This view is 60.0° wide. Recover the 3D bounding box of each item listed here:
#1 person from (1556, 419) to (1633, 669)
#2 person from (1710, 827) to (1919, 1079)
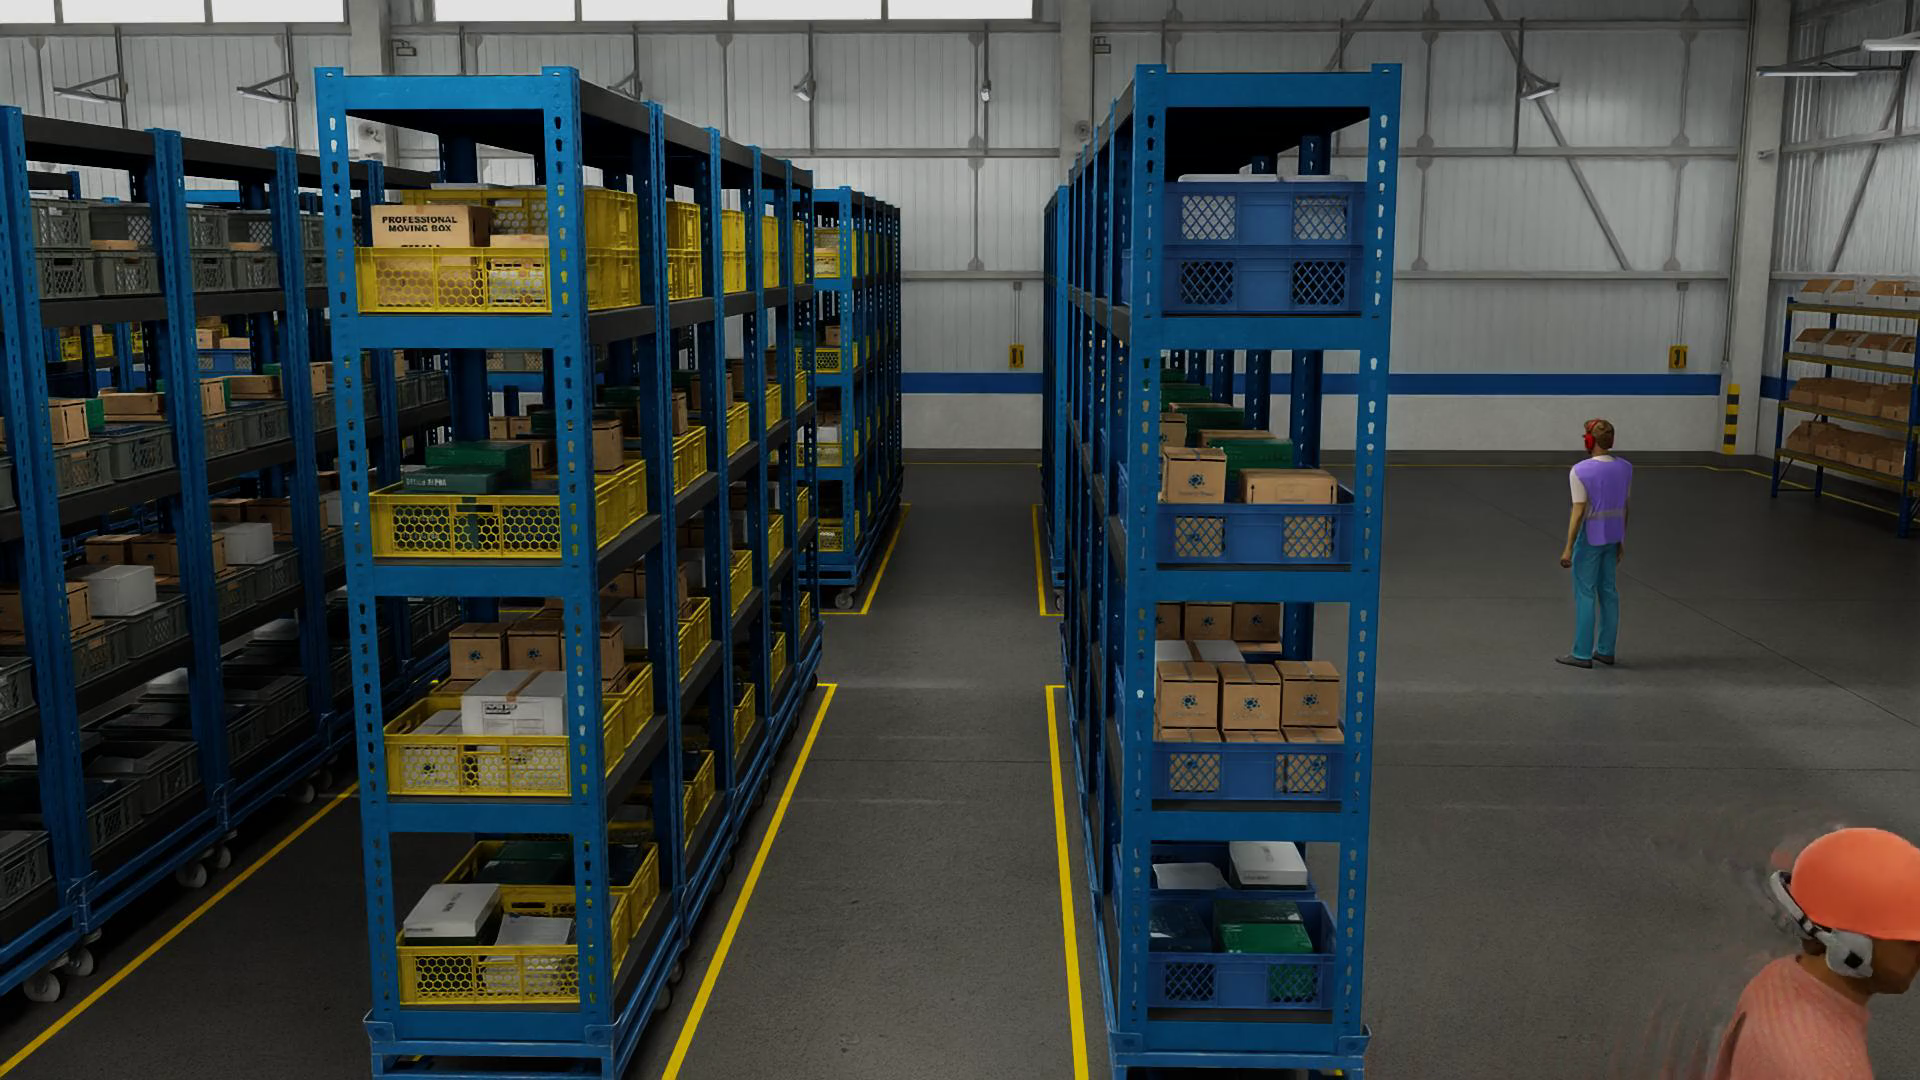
[{"bbox_3d":[4.697,0.031,12.267,0.570,1.843,0.372,-5,11,-26],"label":"person"},{"bbox_3d":[1.779,1.510,3.357,1.055,1.929,0.614,4,10,20],"label":"person"}]
